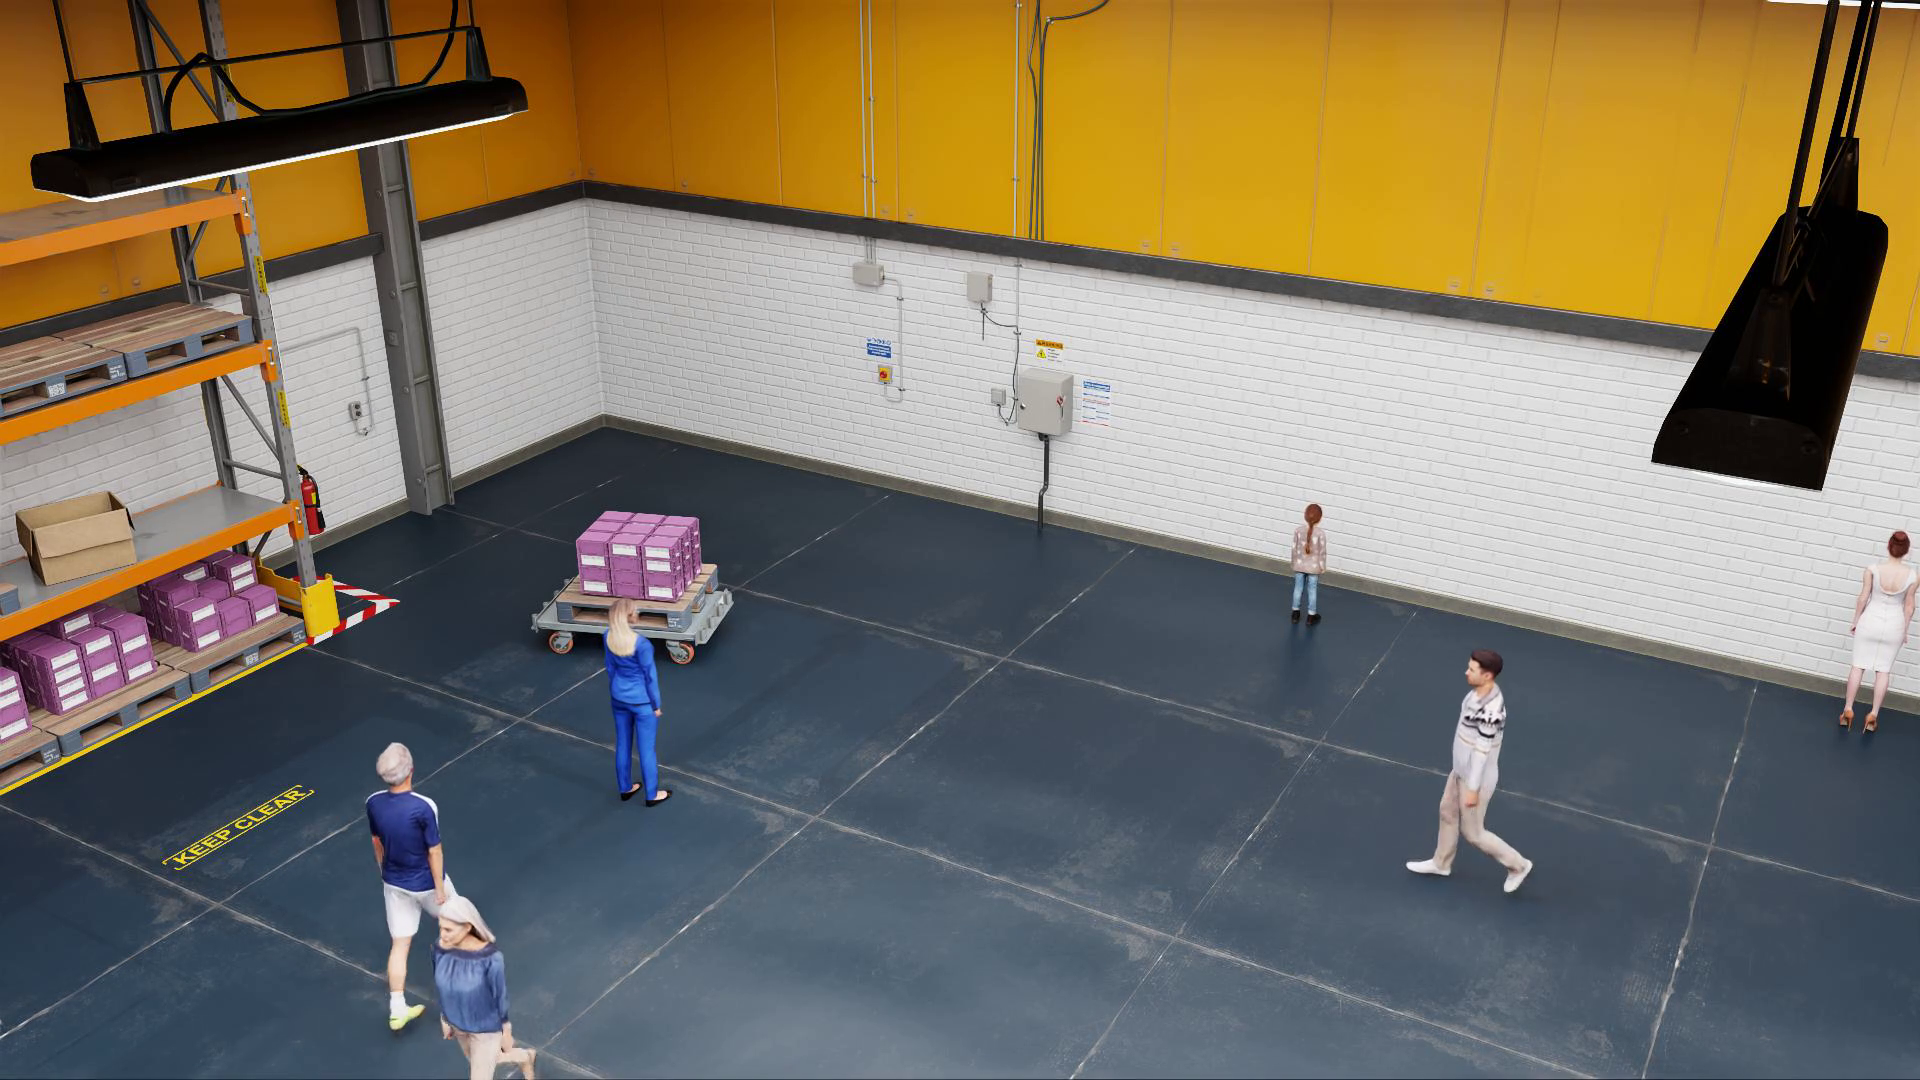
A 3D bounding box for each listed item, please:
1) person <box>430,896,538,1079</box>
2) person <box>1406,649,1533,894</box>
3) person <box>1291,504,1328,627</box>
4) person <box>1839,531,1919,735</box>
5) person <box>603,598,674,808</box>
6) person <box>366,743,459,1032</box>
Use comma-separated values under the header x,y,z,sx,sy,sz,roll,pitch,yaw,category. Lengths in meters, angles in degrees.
x,y,z,sx,sy,sz,roll,pitch,yaw,category
-2.639,2.665,9.300,0.704,1.670,1.104,9,25,20,person
3.644,1.617,11.490,0.966,1.835,1.091,5,24,11,person
3.238,0.225,15.479,0.491,1.190,0.476,11,26,24,person
7.481,0.743,13.540,0.575,1.795,0.472,12,26,26,person
-2.469,1.224,12.559,0.604,1.699,0.525,13,27,27,person
-3.429,2.171,10.288,0.953,1.783,1.296,5,24,10,person
